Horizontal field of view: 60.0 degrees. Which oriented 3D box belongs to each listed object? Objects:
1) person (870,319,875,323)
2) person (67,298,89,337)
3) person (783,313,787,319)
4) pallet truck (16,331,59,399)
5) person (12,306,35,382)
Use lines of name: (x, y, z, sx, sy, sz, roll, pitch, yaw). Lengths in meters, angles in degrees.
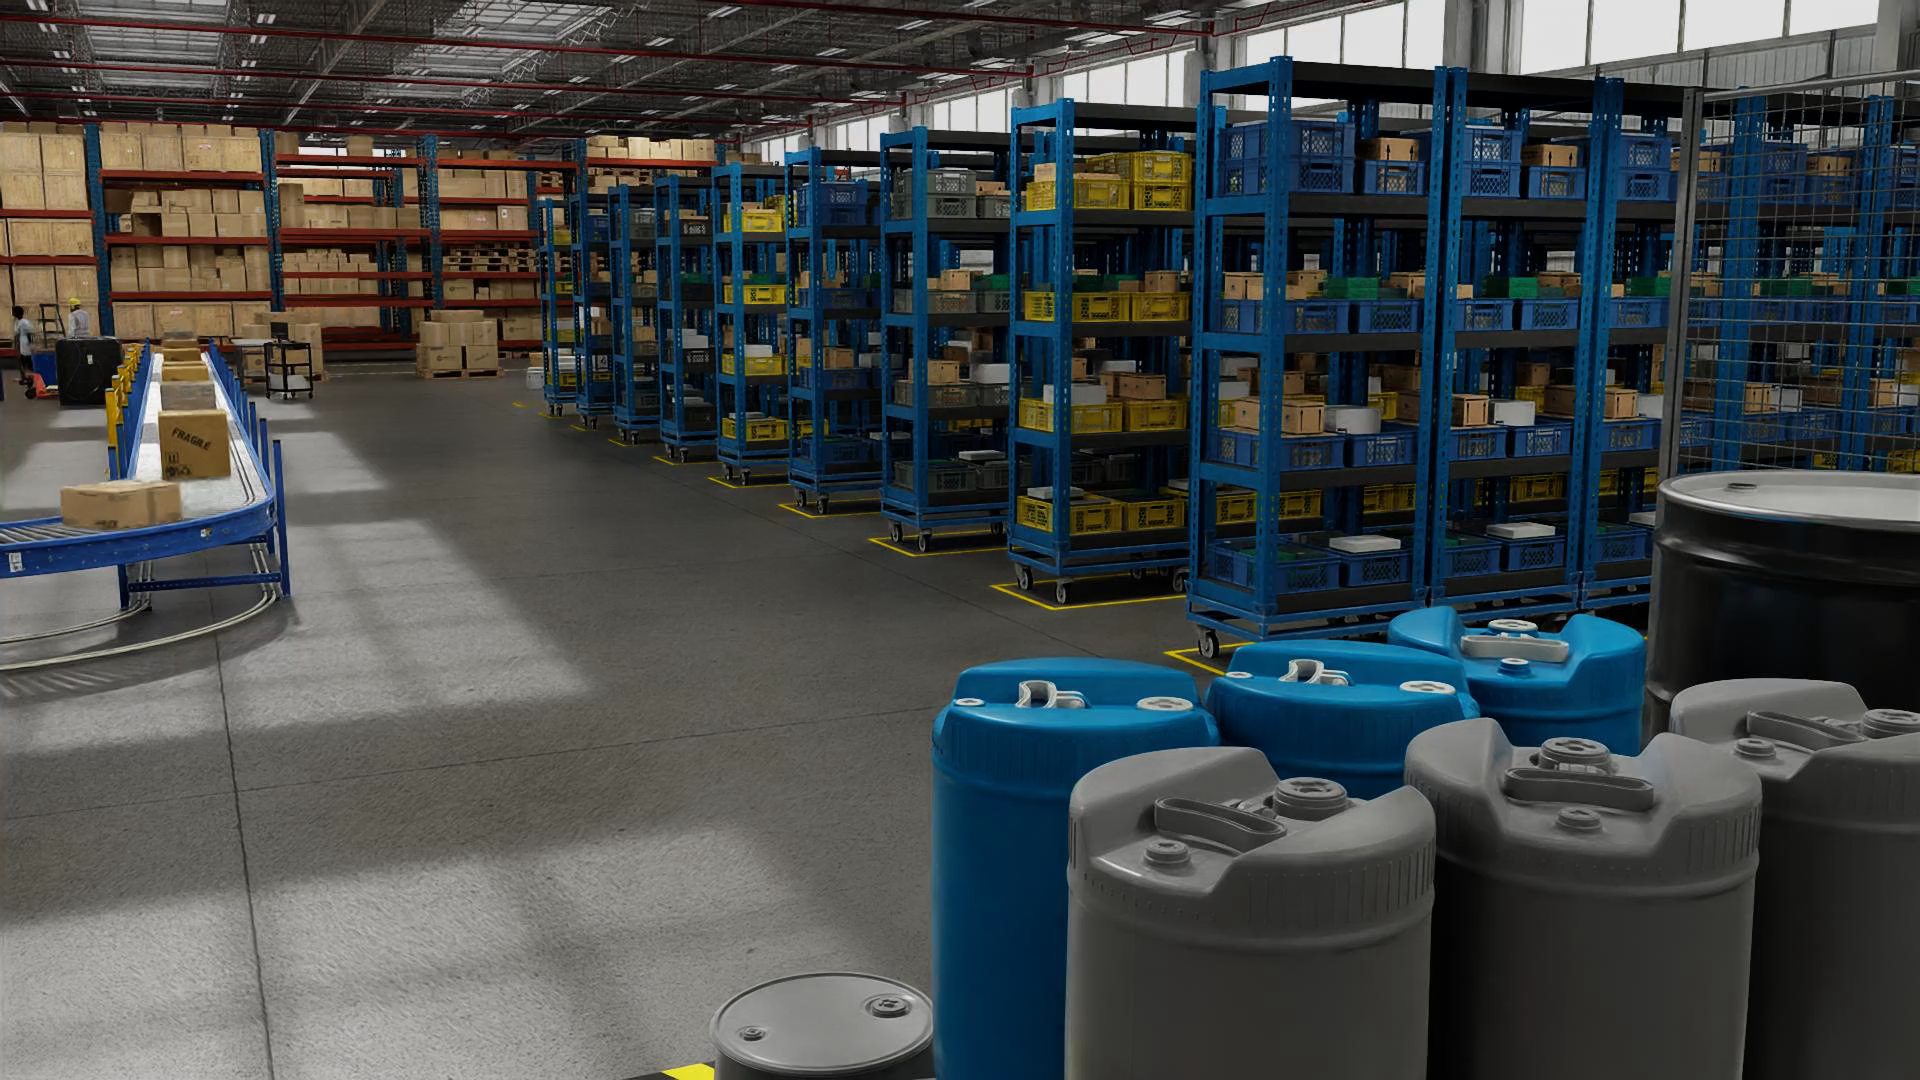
person: (-2.642, -6.807, 51.128, 0.620, 1.968, 0.787, -6, 11, -31)
person: (-20.245, -4.640, 38.194, 0.421, 1.816, 0.585, 2, 9, 11)
person: (-5.002, -6.283, 48.565, 0.424, 1.758, 0.537, -4, 10, -24)
pallet truck: (-17.082, -3.353, 31.781, 1.630, 1.274, 0.653, -4, 10, -25)
person: (-20.516, -4.260, 36.240, 0.546, 1.667, 0.701, 8, 12, 40)
